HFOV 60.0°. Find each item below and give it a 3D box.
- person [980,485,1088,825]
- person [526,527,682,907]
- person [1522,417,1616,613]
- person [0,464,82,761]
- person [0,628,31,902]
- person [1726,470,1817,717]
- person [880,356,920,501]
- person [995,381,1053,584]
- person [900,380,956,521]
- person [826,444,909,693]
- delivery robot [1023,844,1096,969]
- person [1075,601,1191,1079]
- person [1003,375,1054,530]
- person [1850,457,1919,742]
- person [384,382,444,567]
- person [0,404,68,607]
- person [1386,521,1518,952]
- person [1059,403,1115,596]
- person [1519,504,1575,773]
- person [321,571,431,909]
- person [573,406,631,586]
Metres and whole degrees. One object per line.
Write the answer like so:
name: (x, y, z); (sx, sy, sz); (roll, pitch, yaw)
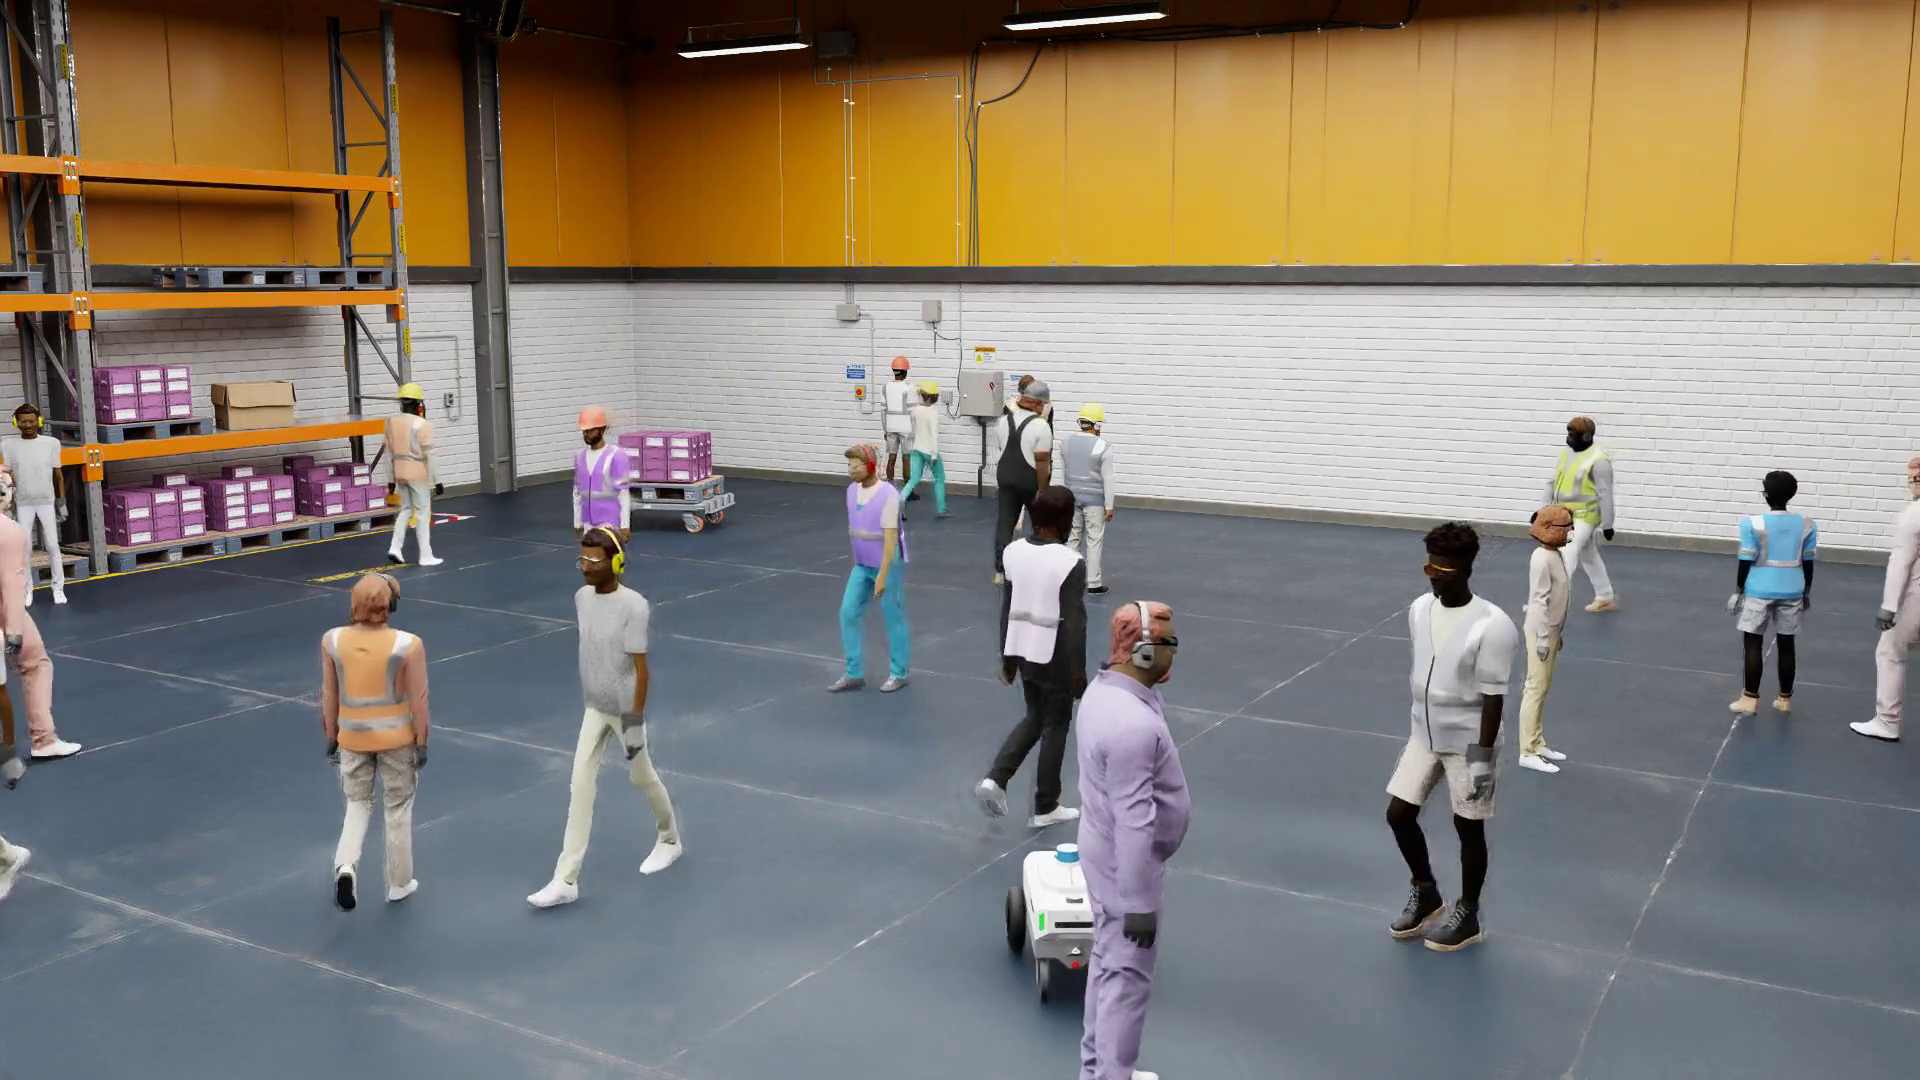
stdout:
person: (0.432, 0.648, 9.021); (0.510, 1.901, 0.586); (-7, 12, -38)
person: (-1.700, 0.833, 8.135); (0.544, 1.817, 1.002); (6, 11, 32)
person: (5.469, -0.201, 14.691); (0.990, 1.792, 0.620); (-1, 9, -8)
person: (-5.864, 0.469, 10.215); (0.668, 1.880, 0.776); (3, 10, 18)
person: (-4.499, 0.924, 7.552); (0.551, 1.831, 0.839); (1, 9, 5)
person: (5.579, 0.368, 11.383); (0.606, 1.700, 0.338); (0, 9, -3)
person: (-0.794, -1.485, 22.209); (0.543, 1.938, 0.356); (5, 10, 27)
person: (0.708, -0.605, 16.397); (0.695, 2.000, 0.980); (7, 11, 37)
person: (-0.462, -1.097, 20.451); (0.849, 1.737, 0.534); (-7, 12, -38)
person: (-0.657, 0.220, 11.939); (0.718, 1.807, 0.600); (-8, 12, -41)
delivery robot: (0.467, 1.562, 7.205); (0.477, 0.478, 0.707); (0, 9, -2)
person: (0.610, 1.150, 5.895); (0.399, 1.901, 0.649); (0, 9, -1)
person: (0.794, -1.037, 19.722); (0.633, 1.840, 0.429); (-3, 9, -15)
person: (6.194, 0.401, 10.662); (0.775, 1.873, 0.706); (-2, 9, -14)
person: (-5.619, -0.662, 17.141); (0.595, 1.918, 0.489); (4, 10, 24)
person: (-8.452, -0.321, 15.201); (0.516, 1.860, 0.319); (-5, 10, -28)
person: (2.164, 0.884, 7.377); (0.510, 1.947, 0.609); (-6, 11, -33)
person: (1.212, -0.383, 15.710); (0.586, 1.824, 0.404); (6, 11, 35)
person: (3.608, 0.589, 10.209); (0.285, 1.633, 0.497); (5, 10, 28)
person: (-2.772, 0.965, 7.870); (0.530, 1.624, 0.502); (0, 9, 2)
person: (-3.041, -0.174, 14.062); (0.575, 1.924, 0.416); (5, 11, 30)
